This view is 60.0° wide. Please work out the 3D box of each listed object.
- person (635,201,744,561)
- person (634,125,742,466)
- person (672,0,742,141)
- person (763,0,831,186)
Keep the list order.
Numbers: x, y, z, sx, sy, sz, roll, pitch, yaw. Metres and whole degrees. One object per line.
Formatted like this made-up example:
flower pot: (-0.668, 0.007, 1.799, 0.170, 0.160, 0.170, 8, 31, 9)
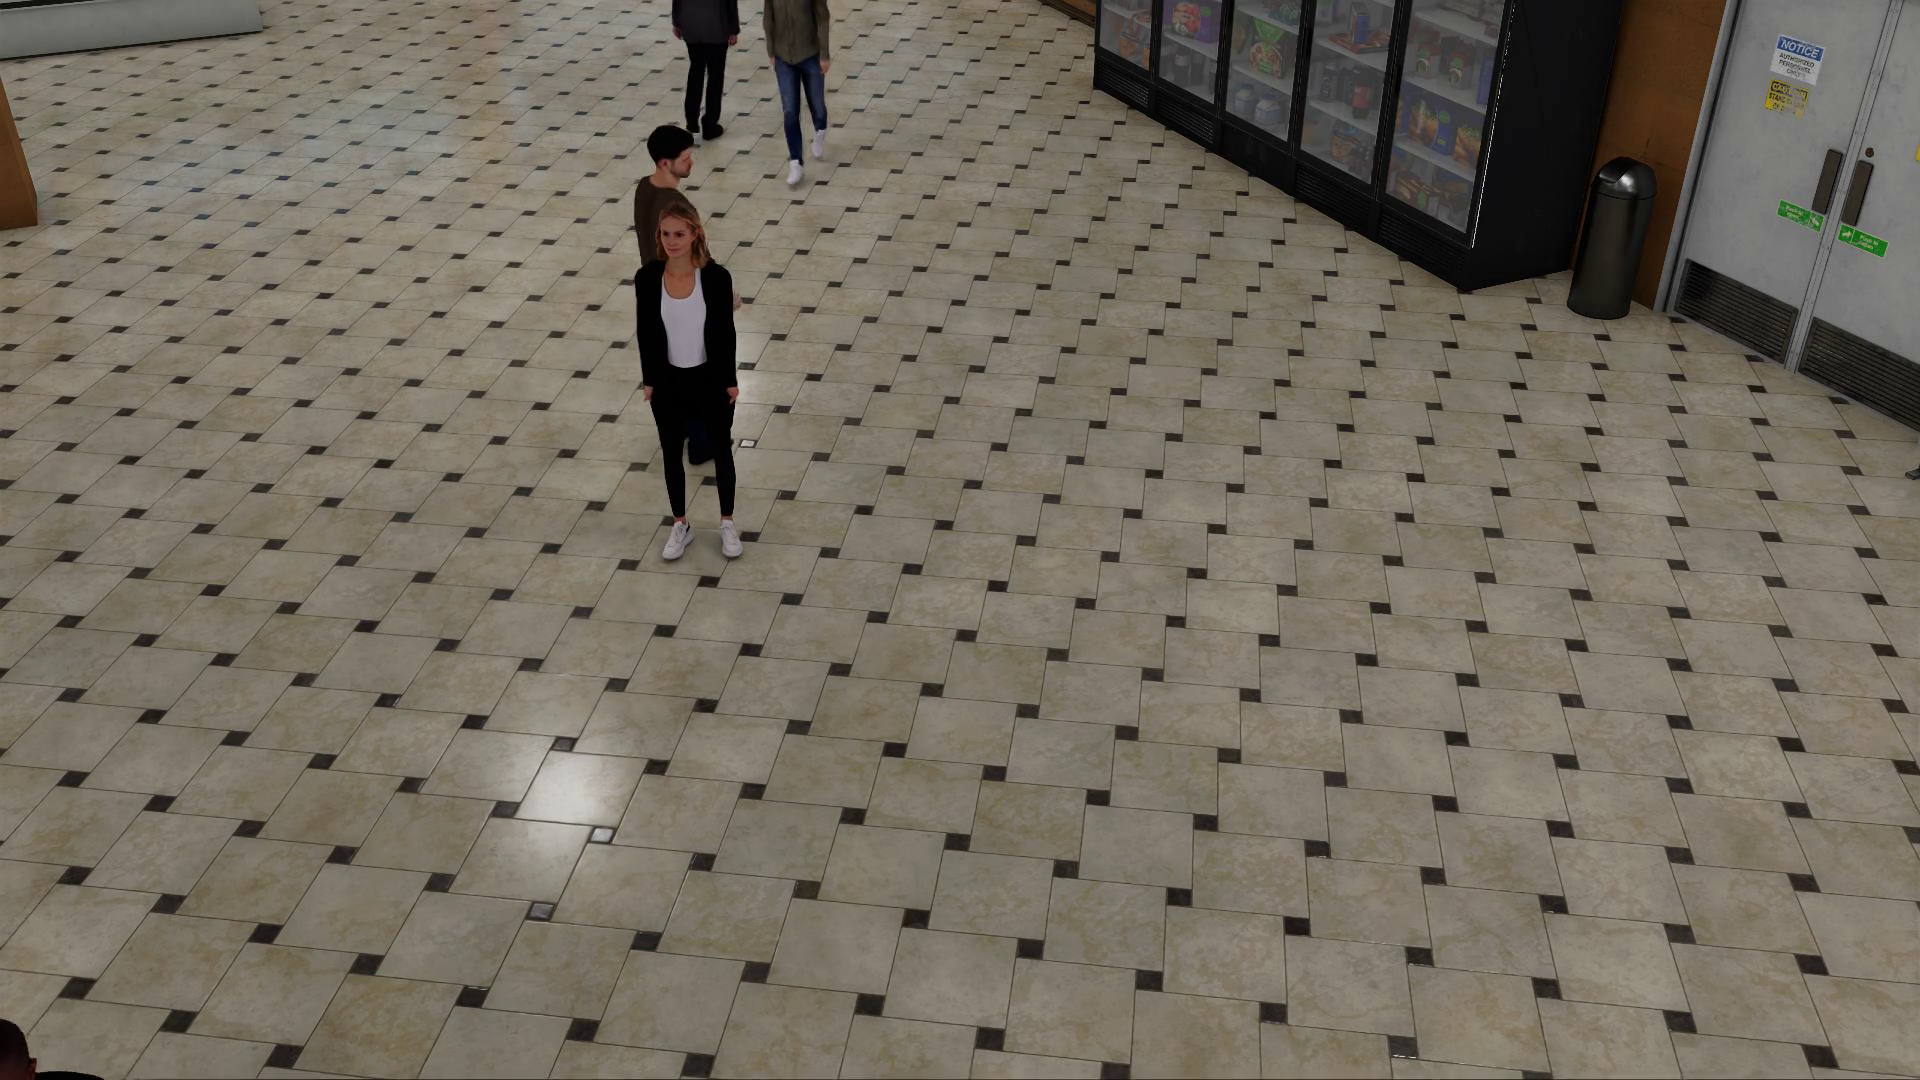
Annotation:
person: (-1.269, -0.737, 7.872, 0.595, 1.802, 0.736, -1, 32, -2)
person: (-1.489, -1.206, 8.564, 0.745, 1.867, 0.775, -26, 40, -35)
person: (-2.034, -4.047, 13.176, 0.849, 1.819, 0.924, 6, 32, 10)
person: (-1.178, -3.678, 12.564, 1.198, 1.839, 1.157, 5, 32, 8)
